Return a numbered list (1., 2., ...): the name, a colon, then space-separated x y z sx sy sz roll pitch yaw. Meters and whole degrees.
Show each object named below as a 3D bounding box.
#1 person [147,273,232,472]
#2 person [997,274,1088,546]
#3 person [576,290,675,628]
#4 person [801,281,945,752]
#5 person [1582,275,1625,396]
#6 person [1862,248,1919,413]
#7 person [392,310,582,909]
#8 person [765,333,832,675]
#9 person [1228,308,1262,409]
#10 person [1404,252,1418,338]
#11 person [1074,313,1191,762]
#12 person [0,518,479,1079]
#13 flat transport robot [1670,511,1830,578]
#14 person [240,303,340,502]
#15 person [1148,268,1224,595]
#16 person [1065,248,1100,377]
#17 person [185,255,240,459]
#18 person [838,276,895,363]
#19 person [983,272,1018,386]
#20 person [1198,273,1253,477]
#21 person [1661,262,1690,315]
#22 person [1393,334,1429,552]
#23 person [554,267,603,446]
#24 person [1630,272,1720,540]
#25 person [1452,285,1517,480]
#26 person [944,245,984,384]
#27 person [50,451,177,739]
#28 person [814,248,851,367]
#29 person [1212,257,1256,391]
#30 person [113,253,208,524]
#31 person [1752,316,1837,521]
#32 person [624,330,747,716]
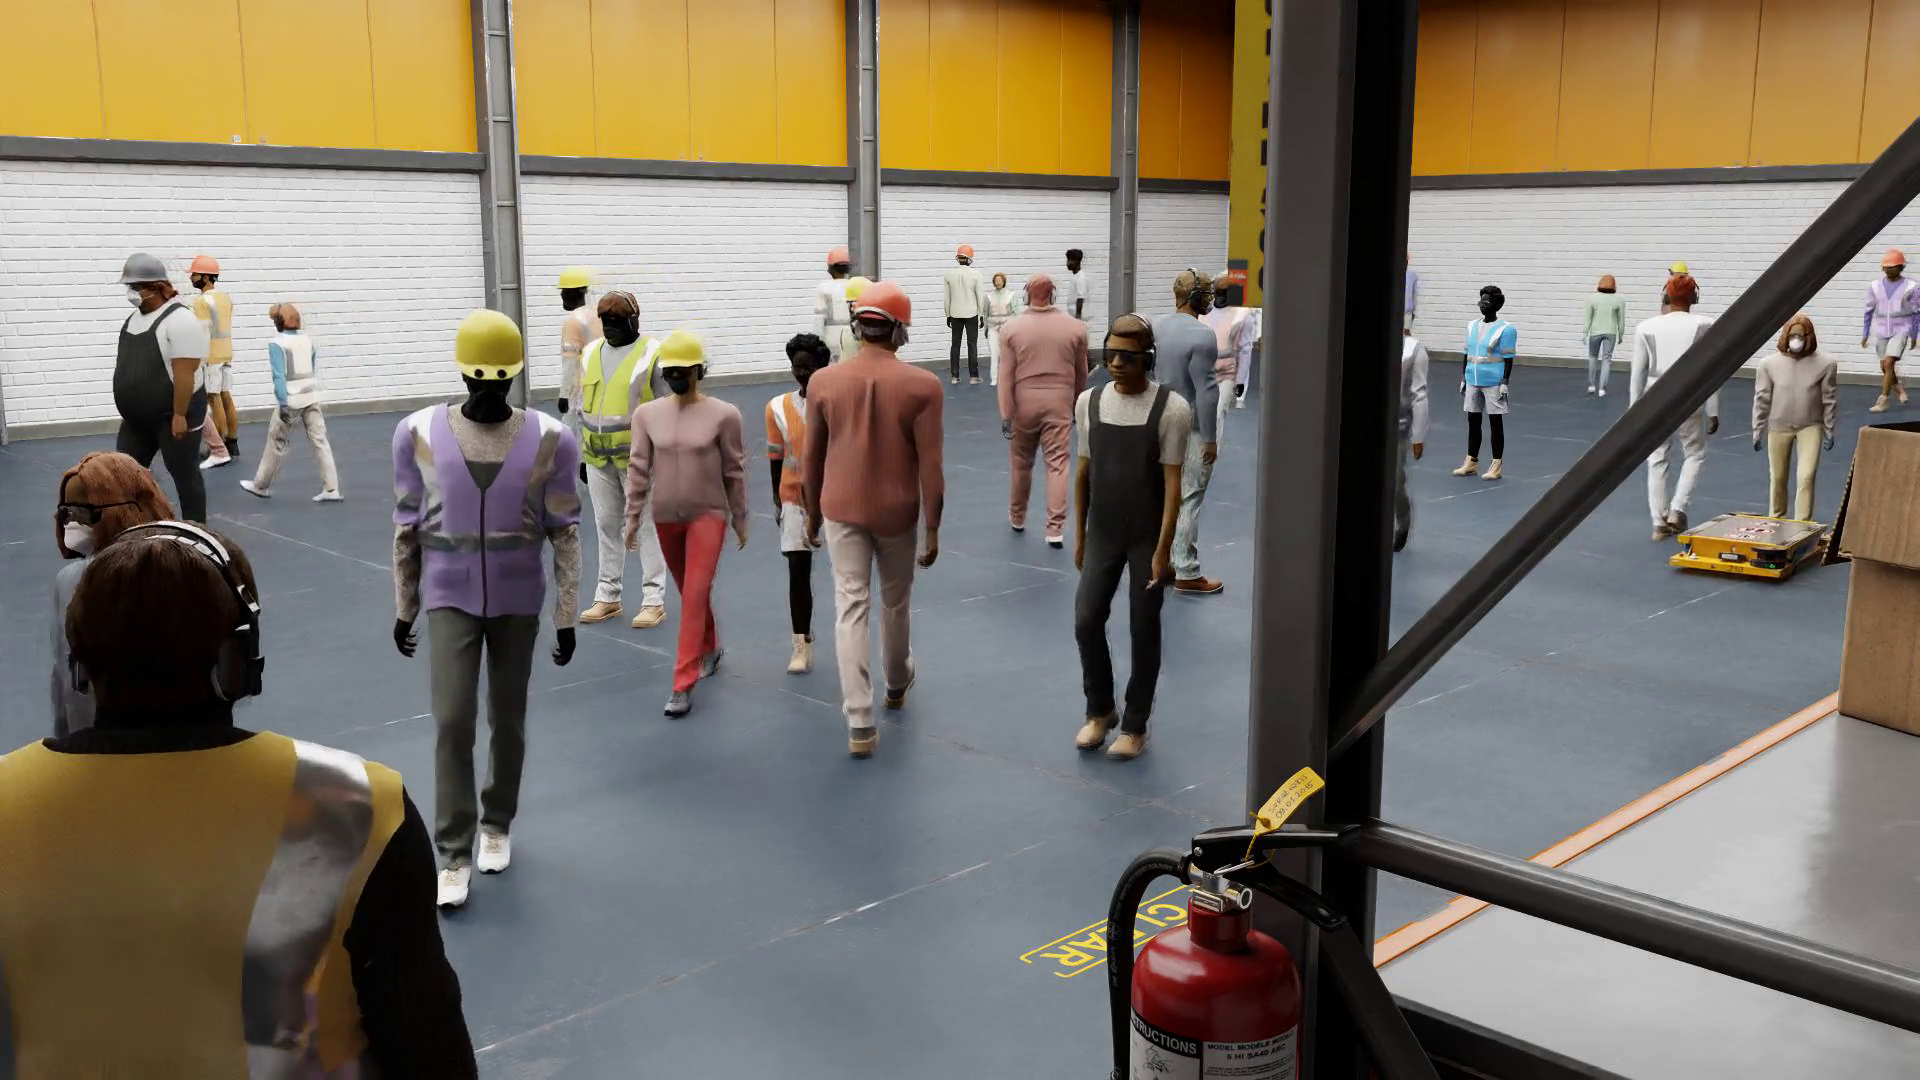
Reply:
1. person: -7.135 -1.524 15.002 1.020 1.850 0.641 -6 12 -31
2. person: 0.575 -0.918 11.653 0.656 1.859 0.975 -1 10 -4
3. person: -1.838 -0.438 9.095 0.622 1.839 0.429 4 11 22
4. person: -0.368 -0.128 7.127 0.638 1.929 1.039 1 10 5
5. person: 8.637 -2.748 22.329 0.516 1.600 0.773 4 11 21
6. person: 11.390 -2.553 20.264 0.915 1.990 0.622 -9 13 -39
7. person: -1.517 0.218 5.358 0.612 1.887 0.788 -3 11 -16
8. person: -0.692 -0.214 8.340 0.550 1.667 0.786 1 10 5
9. person: 3.442 -2.541 20.478 0.581 1.873 0.418 2 11 12
10. person: 7.228 -3.796 27.221 0.555 1.918 0.828 -1 10 -7
11. person: 0.672 0.004 6.706 0.505 1.826 0.423 5 11 24
12. person: -0.944 0.870 2.102 0.631 1.796 0.969 -1 10 -5
13. flat transport robot: 5.202 0.017 10.882 0.652 0.197 1.431 8 13 38
14. person: -5.372 -1.092 13.321 0.868 1.583 0.530 4 11 20
15. person: 1.346 -0.645 9.938 0.355 1.938 0.637 -5 11 -24
16. person: 1.733 -3.231 24.017 0.468 1.953 0.626 -1 10 -5
17. person: -7.150 -1.740 15.903 0.347 1.942 0.545 0 10 2
18. person: -0.715 -1.037 12.377 0.404 1.829 0.590 6 12 30
19. person: 0.593 -3.035 23.861 0.524 1.618 0.704 2 11 9
20. person: 2.203 -1.435 14.613 0.704 1.806 0.449 3 11 14
21. person: 9.987 -3.004 23.282 0.330 1.765 0.533 0 10 2
22. person: 2.745 -0.737 10.805 0.600 1.809 0.788 6 12 30
23. person: -3.020 -1.268 13.492 0.964 1.888 0.600 1 10 6
24. person: 4.991 -0.924 11.630 0.602 1.872 0.405 7 12 34
25. person: 4.609 -1.376 14.580 0.318 1.700 0.535 -7 13 -34
26. person: 0.071 -3.242 23.948 0.612 1.995 0.382 3 11 18
27. person: -1.974 0.598 3.993 0.499 1.634 0.279 4 11 22
28. person: -1.298 -2.151 18.023 0.631 1.986 1.038 -4 11 -20
29. person: 3.717 -2.993 22.845 0.645 1.895 0.953 5 11 24
30. person: -5.230 -0.865 10.859 0.689 2.000 0.542 5 12 27
31. person: 5.657 -0.721 11.313 0.513 1.587 0.774 6 12 29
32. person: -1.254 -0.116 7.679 0.528 1.716 0.979 2 11 10
